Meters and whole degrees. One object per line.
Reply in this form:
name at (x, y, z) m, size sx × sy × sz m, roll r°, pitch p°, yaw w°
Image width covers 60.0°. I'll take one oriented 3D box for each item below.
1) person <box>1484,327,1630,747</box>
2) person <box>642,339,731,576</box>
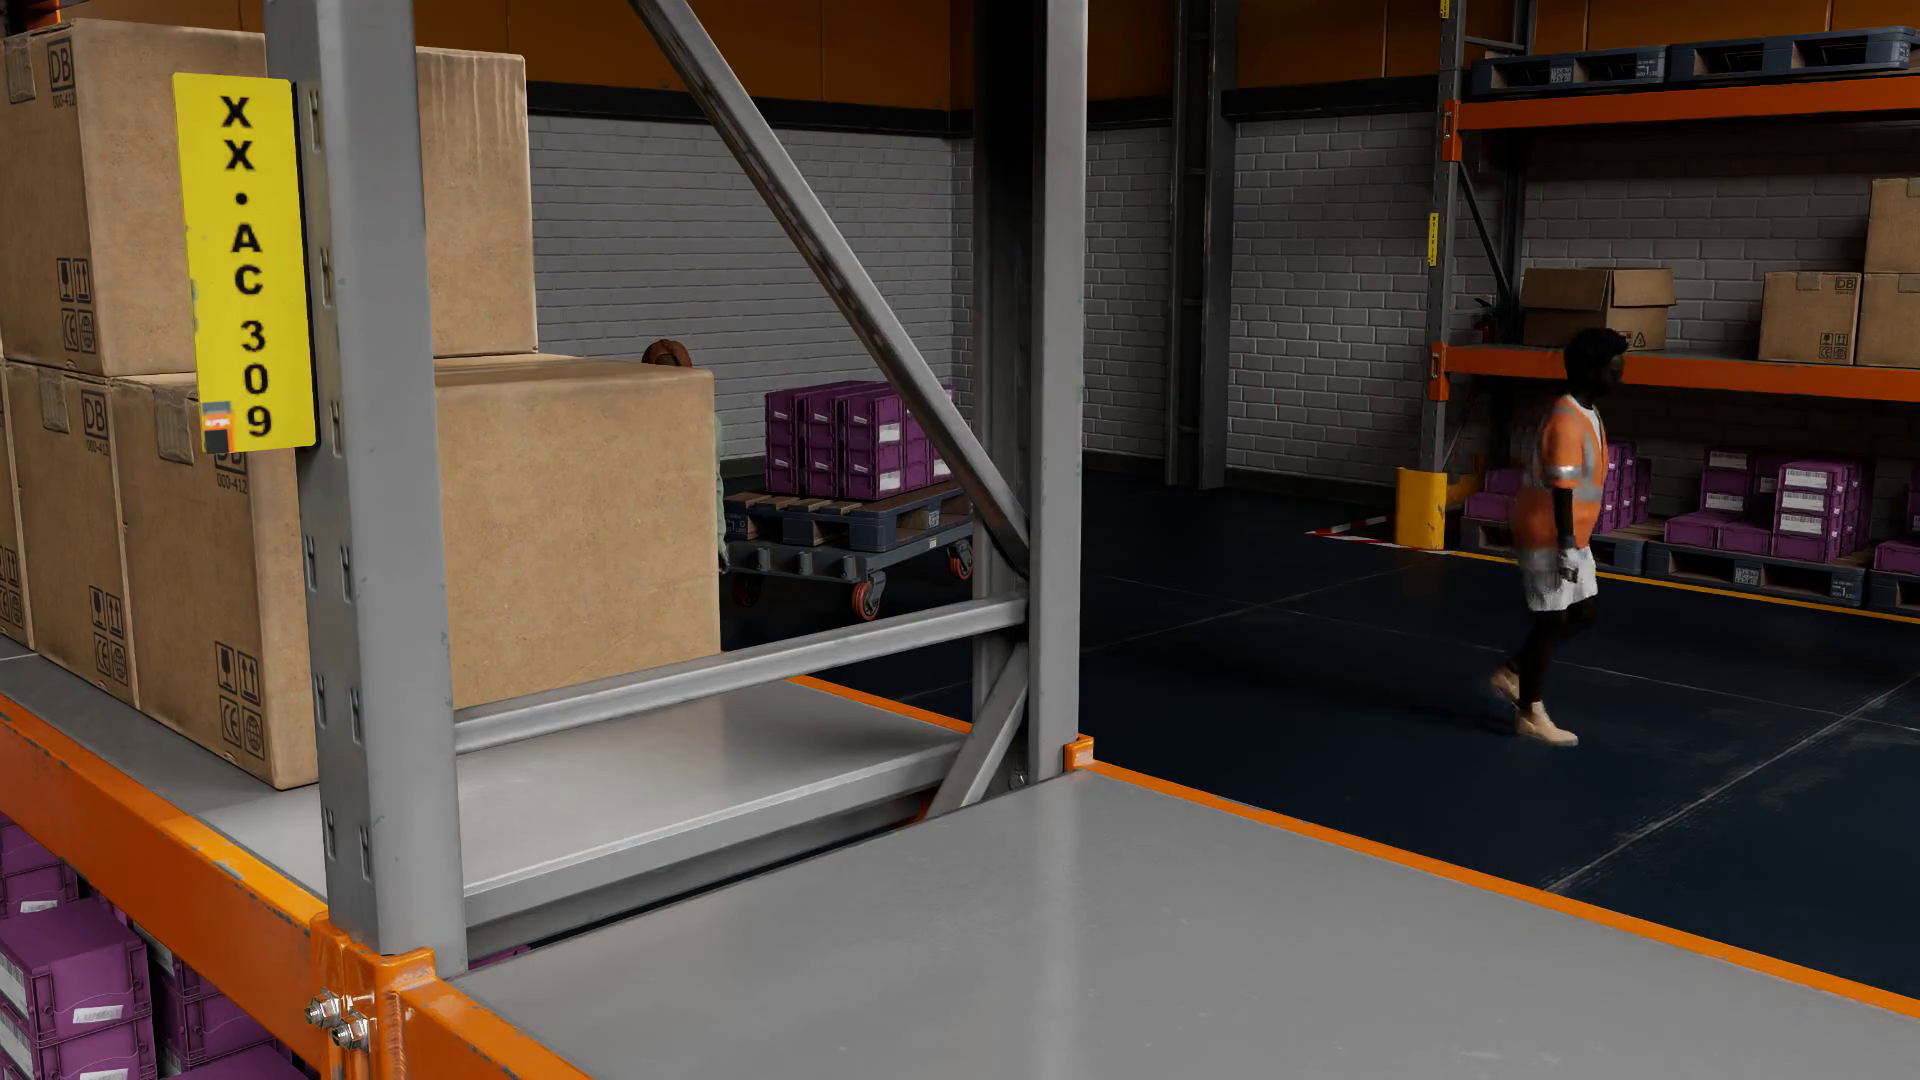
person at (2.377, -0.004, 6.575) m, size 0.396 × 1.675 × 0.542 m, roll 7°, pitch 12°, yaw 32°
person at (-1.123, 0.041, 6.431) m, size 0.505 × 1.631 × 0.281 m, roll -8°, pitch 13°, yaw -36°
